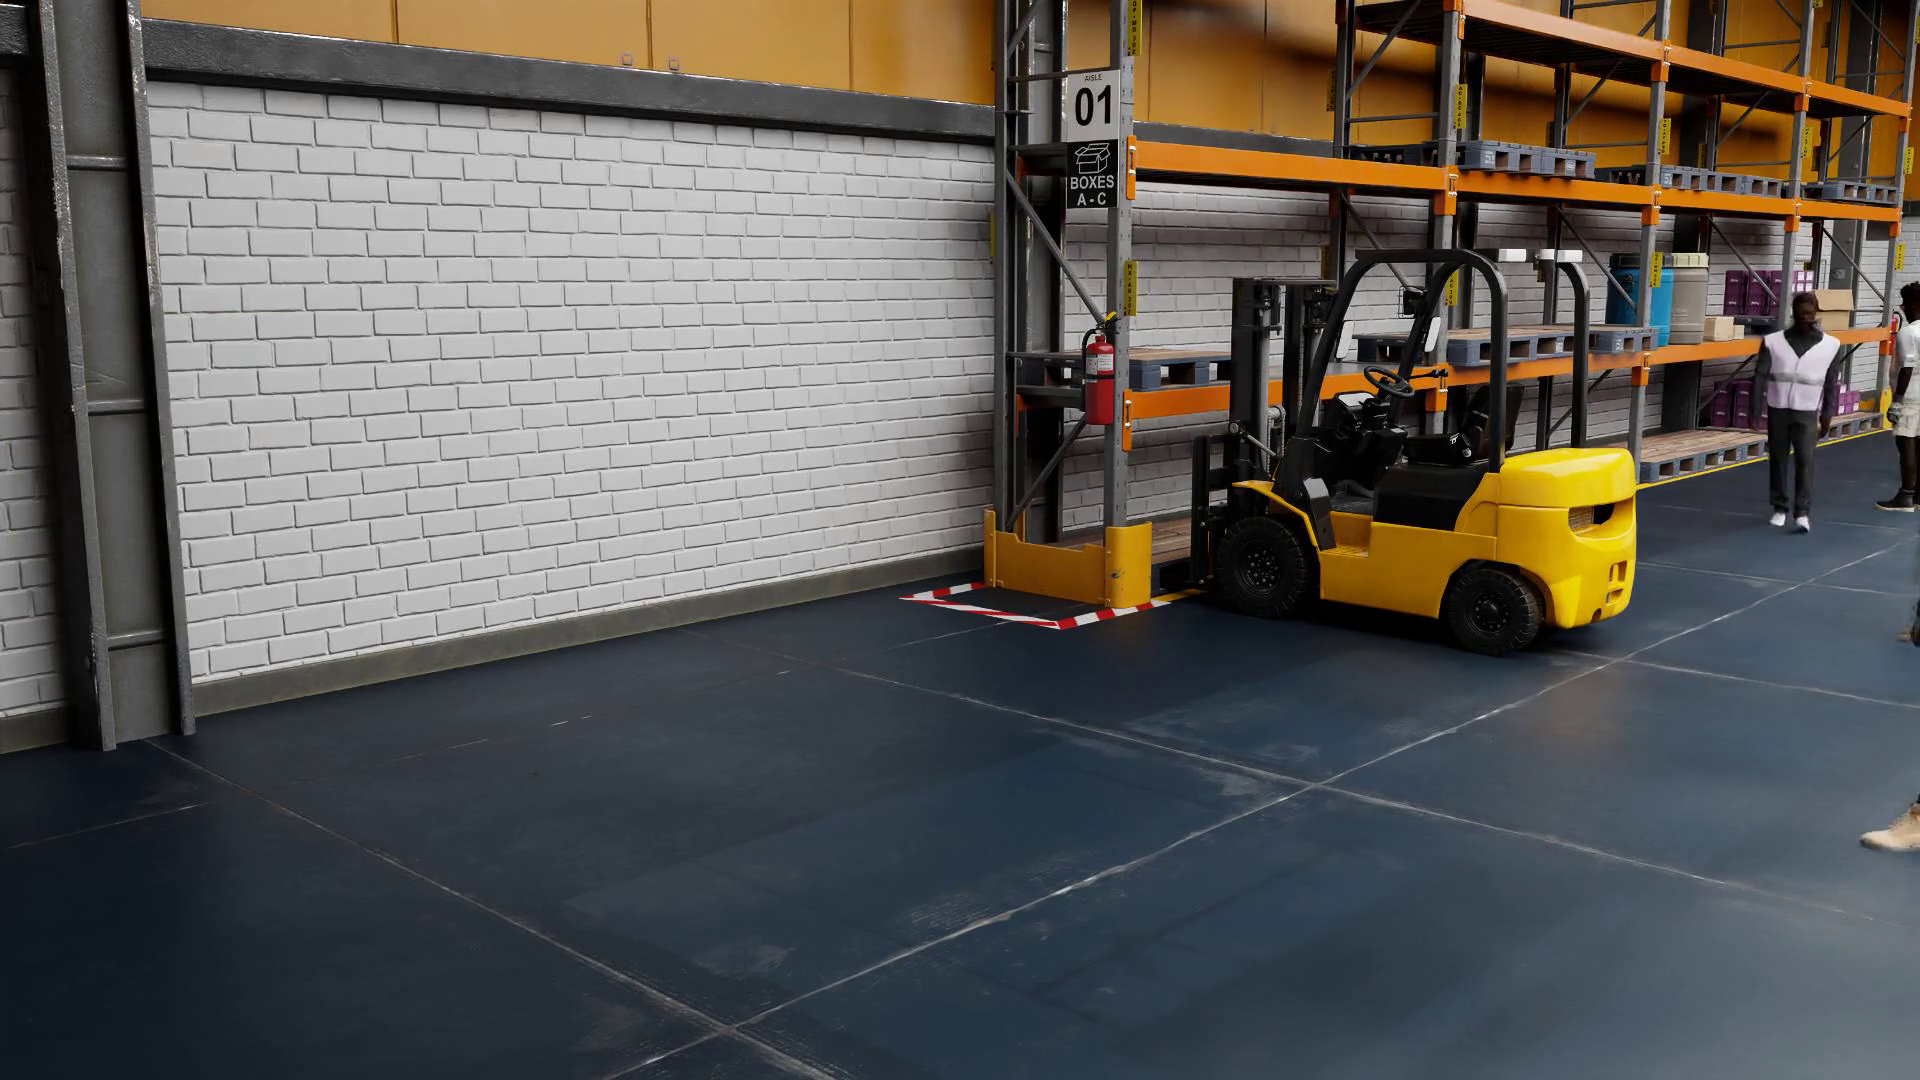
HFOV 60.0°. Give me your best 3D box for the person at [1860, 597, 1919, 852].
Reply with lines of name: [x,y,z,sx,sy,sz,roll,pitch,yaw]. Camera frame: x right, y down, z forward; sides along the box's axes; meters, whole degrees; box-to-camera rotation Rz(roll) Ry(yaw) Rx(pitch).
person: [3.673,0.284,5.916,0.813,1.668,0.536,-1,9,-3]

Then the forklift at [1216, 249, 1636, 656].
forklift: [2.710,-0.584,9.626,2.313,2.155,1.214,9,13,43]

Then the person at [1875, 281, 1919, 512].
person: [8.142,-1.221,14.229,0.609,1.963,0.367,-6,11,-34]

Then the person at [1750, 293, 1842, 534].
person: [6.594,-1.000,13.159,0.599,1.877,0.868,5,11,28]

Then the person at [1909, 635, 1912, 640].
person: [5.616,-0.392,9.246,0.759,1.949,0.389,-6,11,-33]
